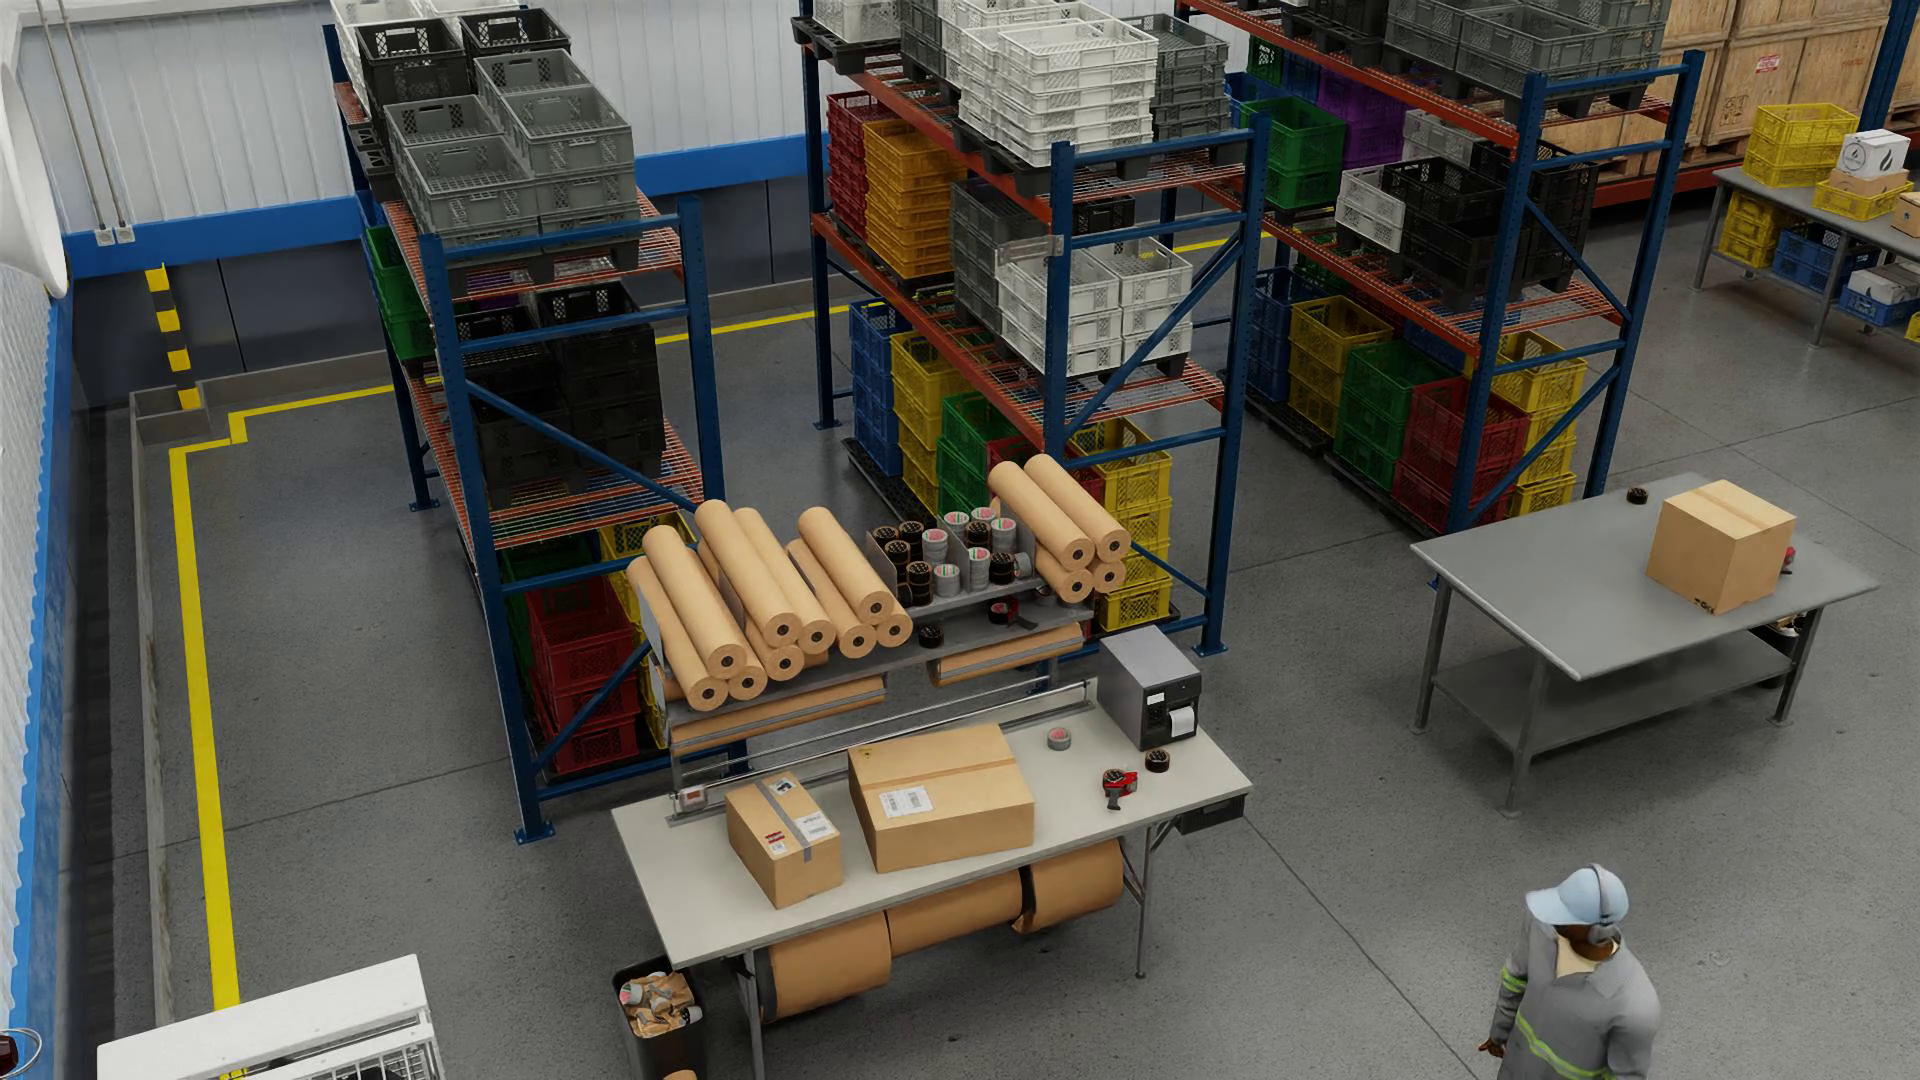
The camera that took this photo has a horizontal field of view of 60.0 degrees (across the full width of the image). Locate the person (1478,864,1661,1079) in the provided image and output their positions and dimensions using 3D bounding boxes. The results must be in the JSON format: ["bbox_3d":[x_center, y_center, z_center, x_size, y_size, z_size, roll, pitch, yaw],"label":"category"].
[{"bbox_3d":[1.955,1.795,5.546,0.384,1.849,0.596,-12,34,-18],"label":"person"}]
